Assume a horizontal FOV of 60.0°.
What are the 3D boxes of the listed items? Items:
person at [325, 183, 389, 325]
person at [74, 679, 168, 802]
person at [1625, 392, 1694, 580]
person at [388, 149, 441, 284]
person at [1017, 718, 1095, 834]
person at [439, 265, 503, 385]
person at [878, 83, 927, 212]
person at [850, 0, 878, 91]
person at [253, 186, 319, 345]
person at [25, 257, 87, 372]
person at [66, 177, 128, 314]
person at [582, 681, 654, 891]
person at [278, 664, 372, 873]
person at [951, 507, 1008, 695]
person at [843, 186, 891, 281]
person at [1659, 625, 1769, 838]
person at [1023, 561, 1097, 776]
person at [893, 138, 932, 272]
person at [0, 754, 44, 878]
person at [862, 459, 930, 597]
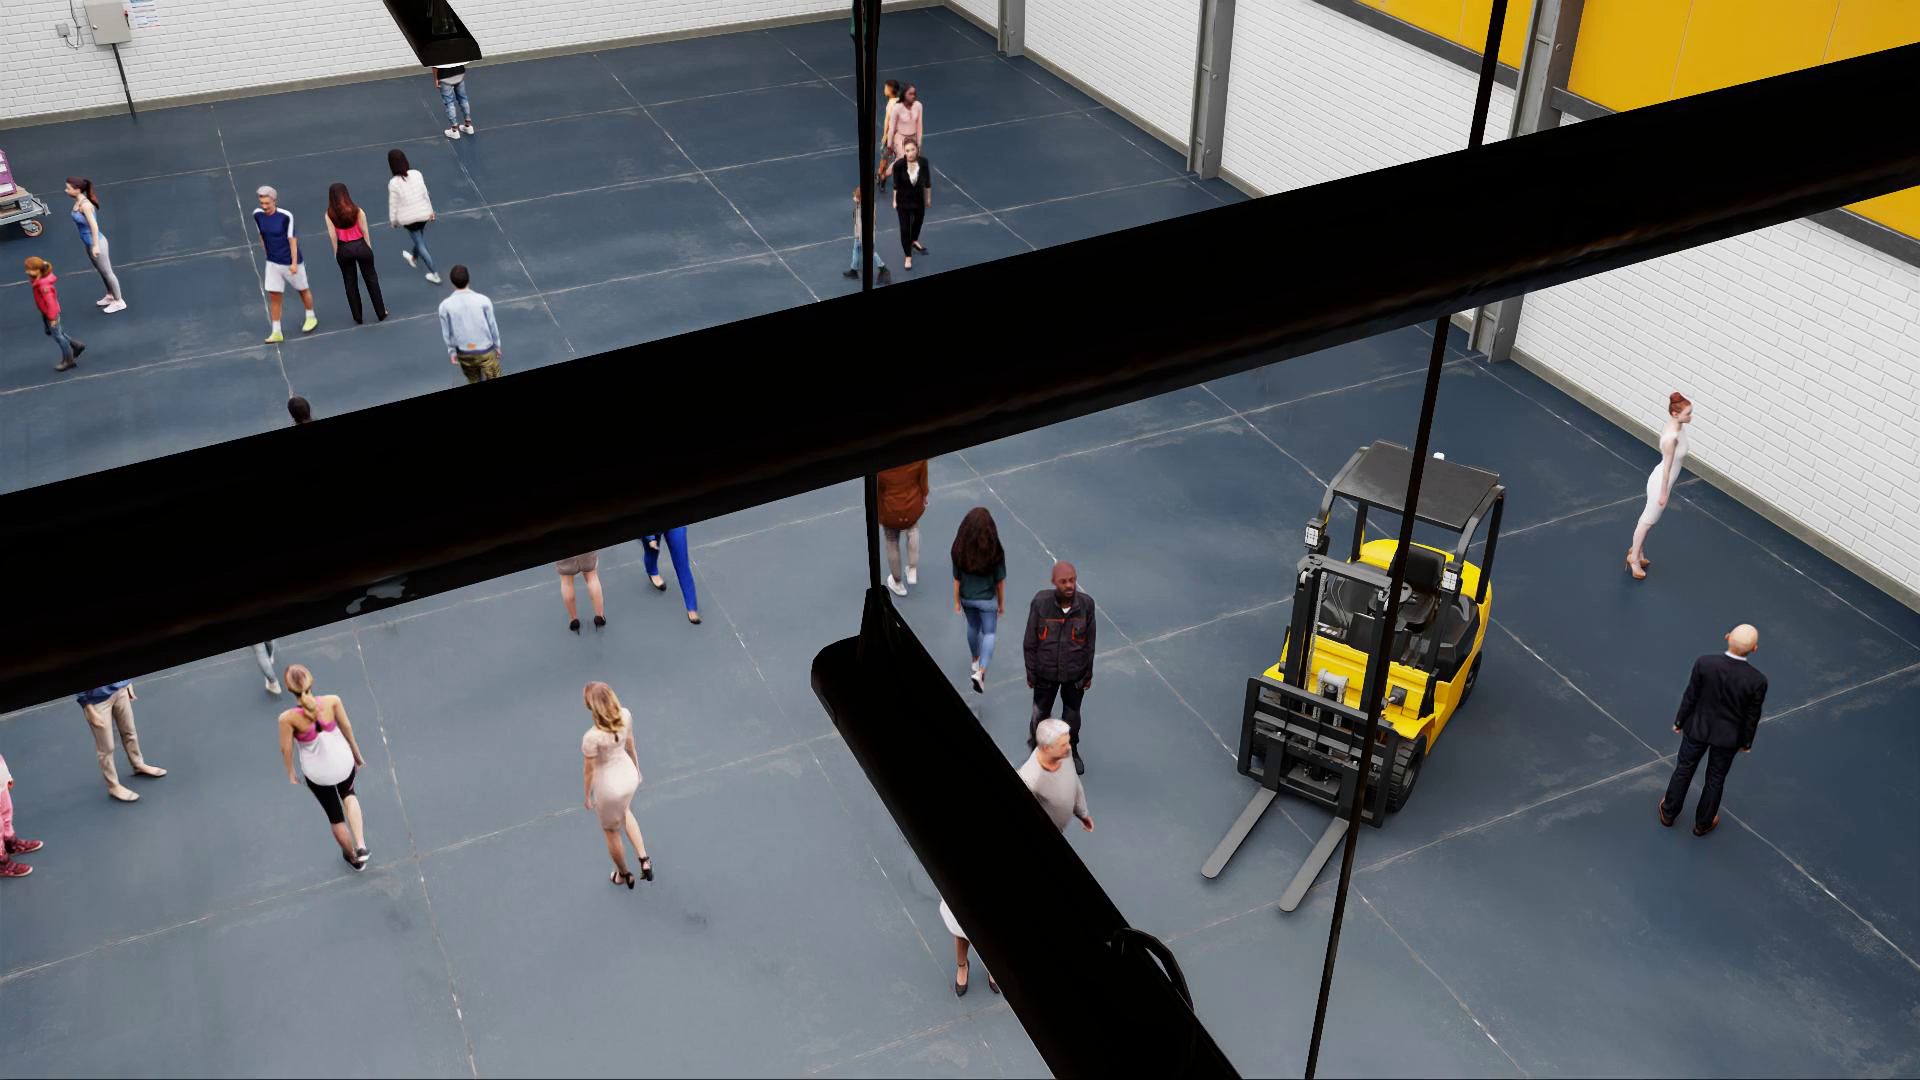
[{"bbox_3d":[-6.857,-3.249,18.829,0.631,1.661,0.584,-7,34,-11],"label":"person"},{"bbox_3d":[-6.260,1.160,12.164,0.768,1.696,0.699,9,35,14],"label":"person"},{"bbox_3d":[6.117,-0.478,14.541,0.655,1.792,0.631,17,37,24],"label":"person"},{"bbox_3d":[-6.432,-3.806,19.720,1.114,1.601,0.918,25,41,32],"label":"person"},{"bbox_3d":[0.455,1.888,10.930,1.350,1.850,1.222,15,37,22],"label":"person"},{"bbox_3d":[-4.834,-1.863,16.618,0.826,1.800,1.006,-6,34,-9],"label":"person"},{"bbox_3d":[-0.787,-5.156,21.703,0.850,1.654,1.319,-26,41,-33],"label":"person"},{"bbox_3d":[-1.490,-7.694,25.354,0.840,1.841,0.718,2,34,2],"label":"person"},{"bbox_3d":[-7.482,-3.136,18.538,0.931,1.795,1.107,2,34,3],"label":"person"},{"bbox_3d":[-9.763,-2.474,17.983,0.643,1.306,0.600,-22,40,-30],"label":"person"},{"bbox_3d":[-9.948,-3.411,19.120,0.661,1.609,0.528,-22,39,-29],"label":"person"},{"bbox_3d":[-2.271,1.709,11.223,0.808,1.822,0.744,24,41,32],"label":"person"},{"bbox_3d":[-4.293,1.623,11.392,0.701,1.779,0.707,-22,39,-29],"label":"person"},{"bbox_3d":[0.141,0.498,13.246,0.895,1.600,1.038,4,34,6],"label":"person"},{"bbox_3d":[-1.099,-3.638,19.852,0.878,1.177,0.793,14,36,20],"label":"person"},{"bbox_3d":[5.345,1.346,11.790,0.725,1.800,0.830,19,38,26],"label":"person"},{"bbox_3d":[0.743,0.927,12.397,0.776,1.826,0.738,-2,34,-3],"label":"person"},{"bbox_3d":[-0.591,-4.115,20.165,0.688,1.625,0.815,-15,36,-21],"label":"person"},{"bbox_3d":[-6.772,1.715,11.556,0.645,1.444,0.513,-4,34,-6],"label":"person"},{"bbox_3d":[-0.500,-0.288,14.224,0.740,1.827,0.707,-11,35,-16],"label":"person"}]
